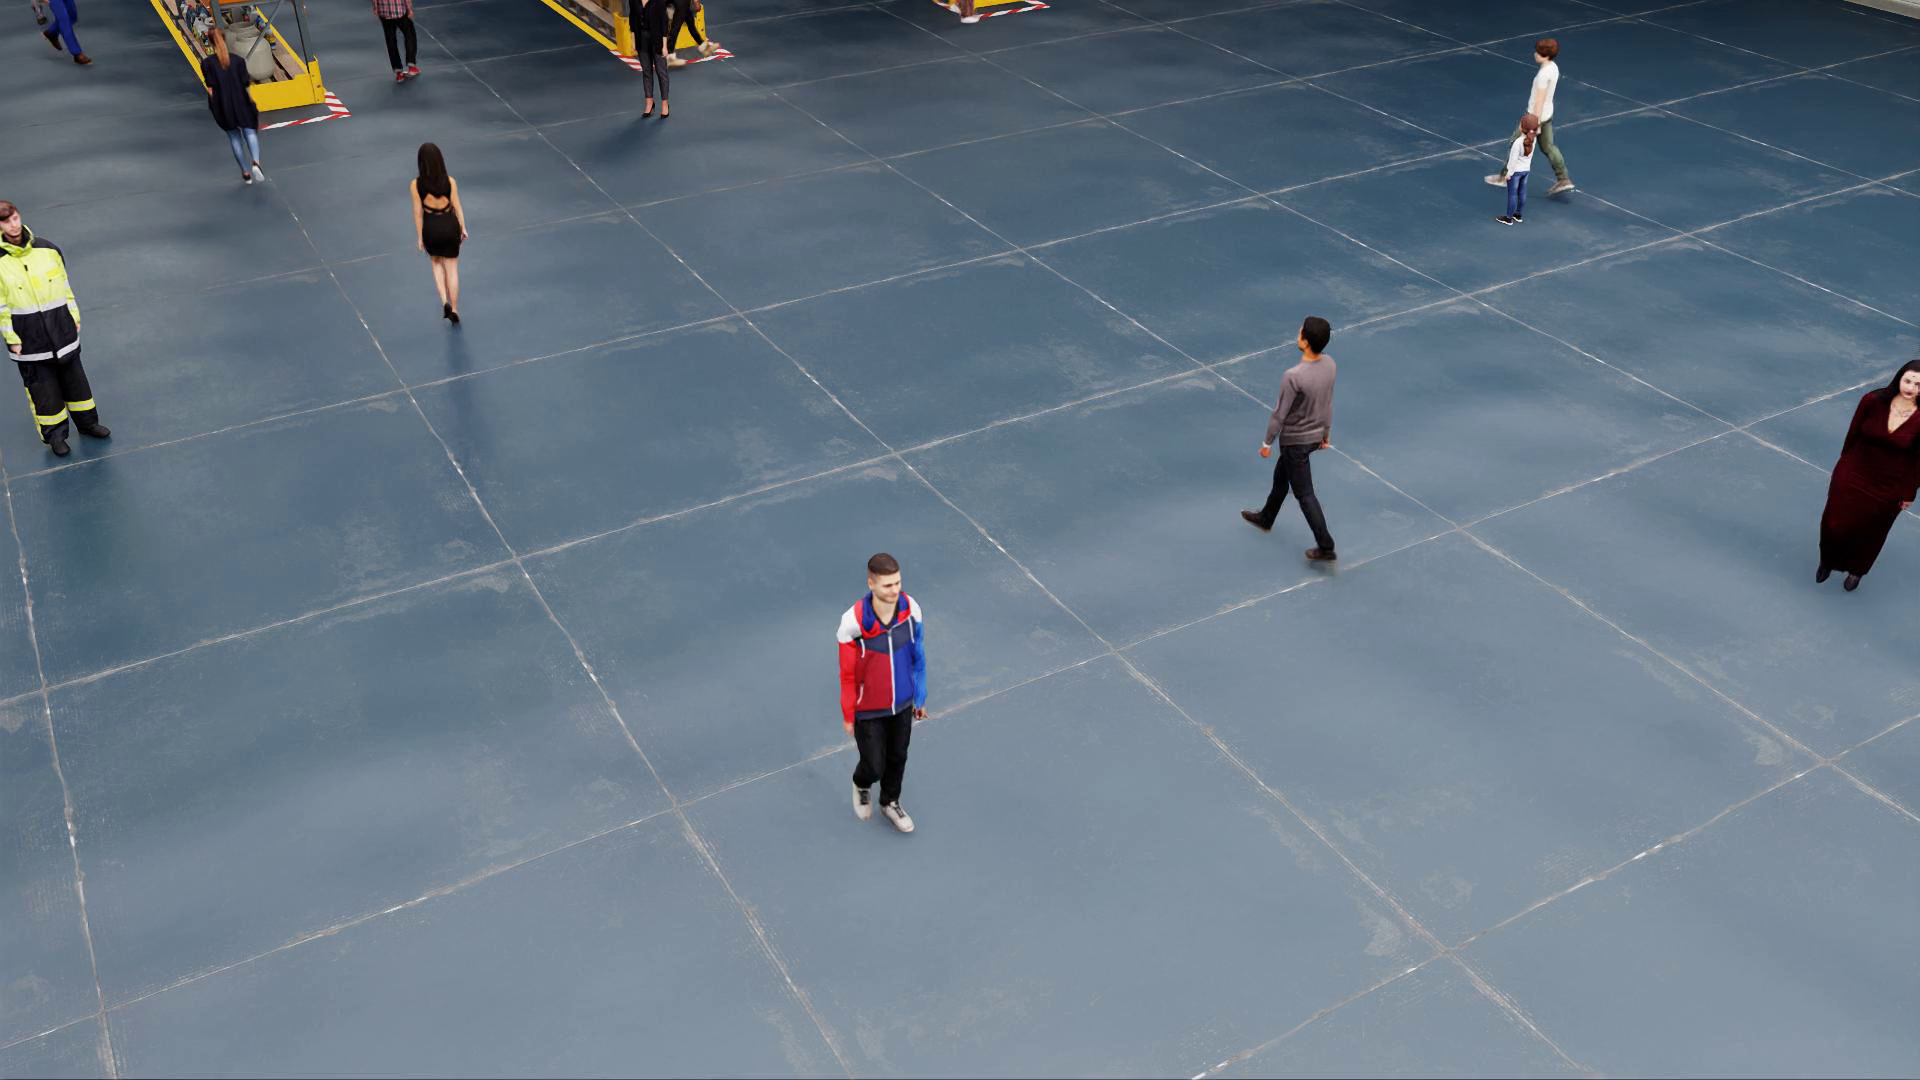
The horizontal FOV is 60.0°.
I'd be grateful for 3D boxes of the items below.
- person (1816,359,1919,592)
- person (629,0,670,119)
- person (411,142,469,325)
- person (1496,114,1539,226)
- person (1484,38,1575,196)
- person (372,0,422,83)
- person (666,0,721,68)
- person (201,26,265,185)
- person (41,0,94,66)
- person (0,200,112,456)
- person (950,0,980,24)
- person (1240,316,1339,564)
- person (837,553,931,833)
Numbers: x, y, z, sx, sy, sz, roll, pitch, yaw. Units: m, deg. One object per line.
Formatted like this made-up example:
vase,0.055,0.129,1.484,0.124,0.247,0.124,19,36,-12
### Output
person,6.020,-0.439,10.883,0.752,1.738,0.853,22,38,31
person,-3.603,-5.805,19.405,0.722,1.721,0.784,9,33,13
person,-4.482,-2.596,14.398,0.630,1.635,0.623,-8,33,-13
person,5.618,-3.732,16.690,0.453,1.110,0.474,-19,37,-28
person,6.062,-4.330,17.169,1.230,1.612,0.900,22,38,31
person,-7.035,-6.542,20.548,0.855,1.747,0.888,1,32,2
person,-3.631,-6.829,21.135,0.725,1.607,0.998,-17,36,-25
person,-7.578,-4.492,17.370,0.632,1.671,0.846,-16,35,-23
person,-11.607,-7.026,21.224,1.169,1.845,1.079,11,34,17
person,-6.934,-1.627,12.536,0.819,1.983,0.861,21,38,29
person,0.020,-7.908,22.902,0.807,1.546,0.752,5,33,8
person,2.350,-0.627,11.190,0.811,1.729,1.172,-22,38,-31
person,-0.457,0.805,8.903,0.634,1.746,0.639,-17,36,-25
